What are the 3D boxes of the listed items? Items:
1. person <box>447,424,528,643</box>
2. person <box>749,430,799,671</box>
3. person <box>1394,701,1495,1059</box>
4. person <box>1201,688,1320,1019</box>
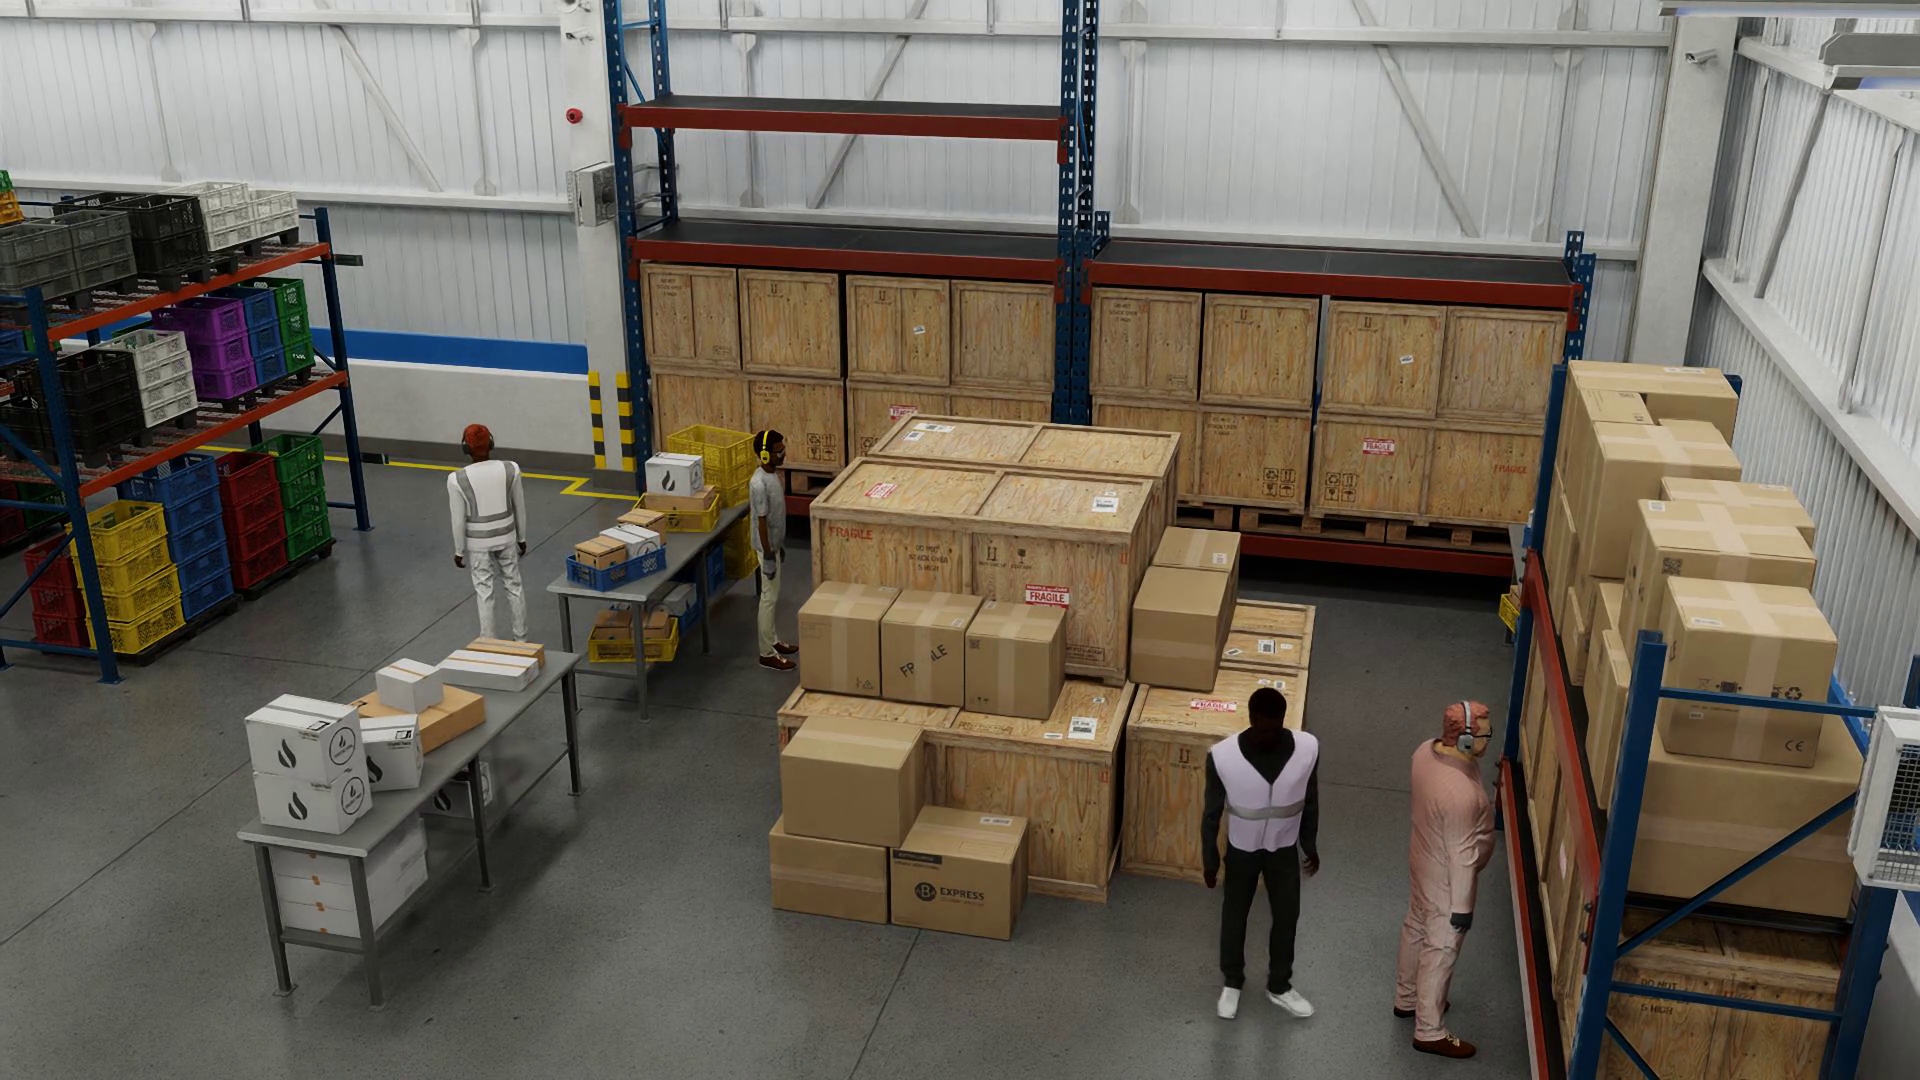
[{"bbox_3d":[-3.590,0.018,12.718,0.573,1.884,0.356,-14,25,-32],"label":"person"},{"bbox_3d":[-1.416,0.063,12.619,0.329,1.872,0.507,0,21,0],"label":"person"},{"bbox_3d":[2.454,1.676,8.349,0.409,1.908,0.647,-1,21,-3],"label":"person"},{"bbox_3d":[1.548,1.593,8.583,0.638,1.904,0.441,-3,21,-7],"label":"person"}]
